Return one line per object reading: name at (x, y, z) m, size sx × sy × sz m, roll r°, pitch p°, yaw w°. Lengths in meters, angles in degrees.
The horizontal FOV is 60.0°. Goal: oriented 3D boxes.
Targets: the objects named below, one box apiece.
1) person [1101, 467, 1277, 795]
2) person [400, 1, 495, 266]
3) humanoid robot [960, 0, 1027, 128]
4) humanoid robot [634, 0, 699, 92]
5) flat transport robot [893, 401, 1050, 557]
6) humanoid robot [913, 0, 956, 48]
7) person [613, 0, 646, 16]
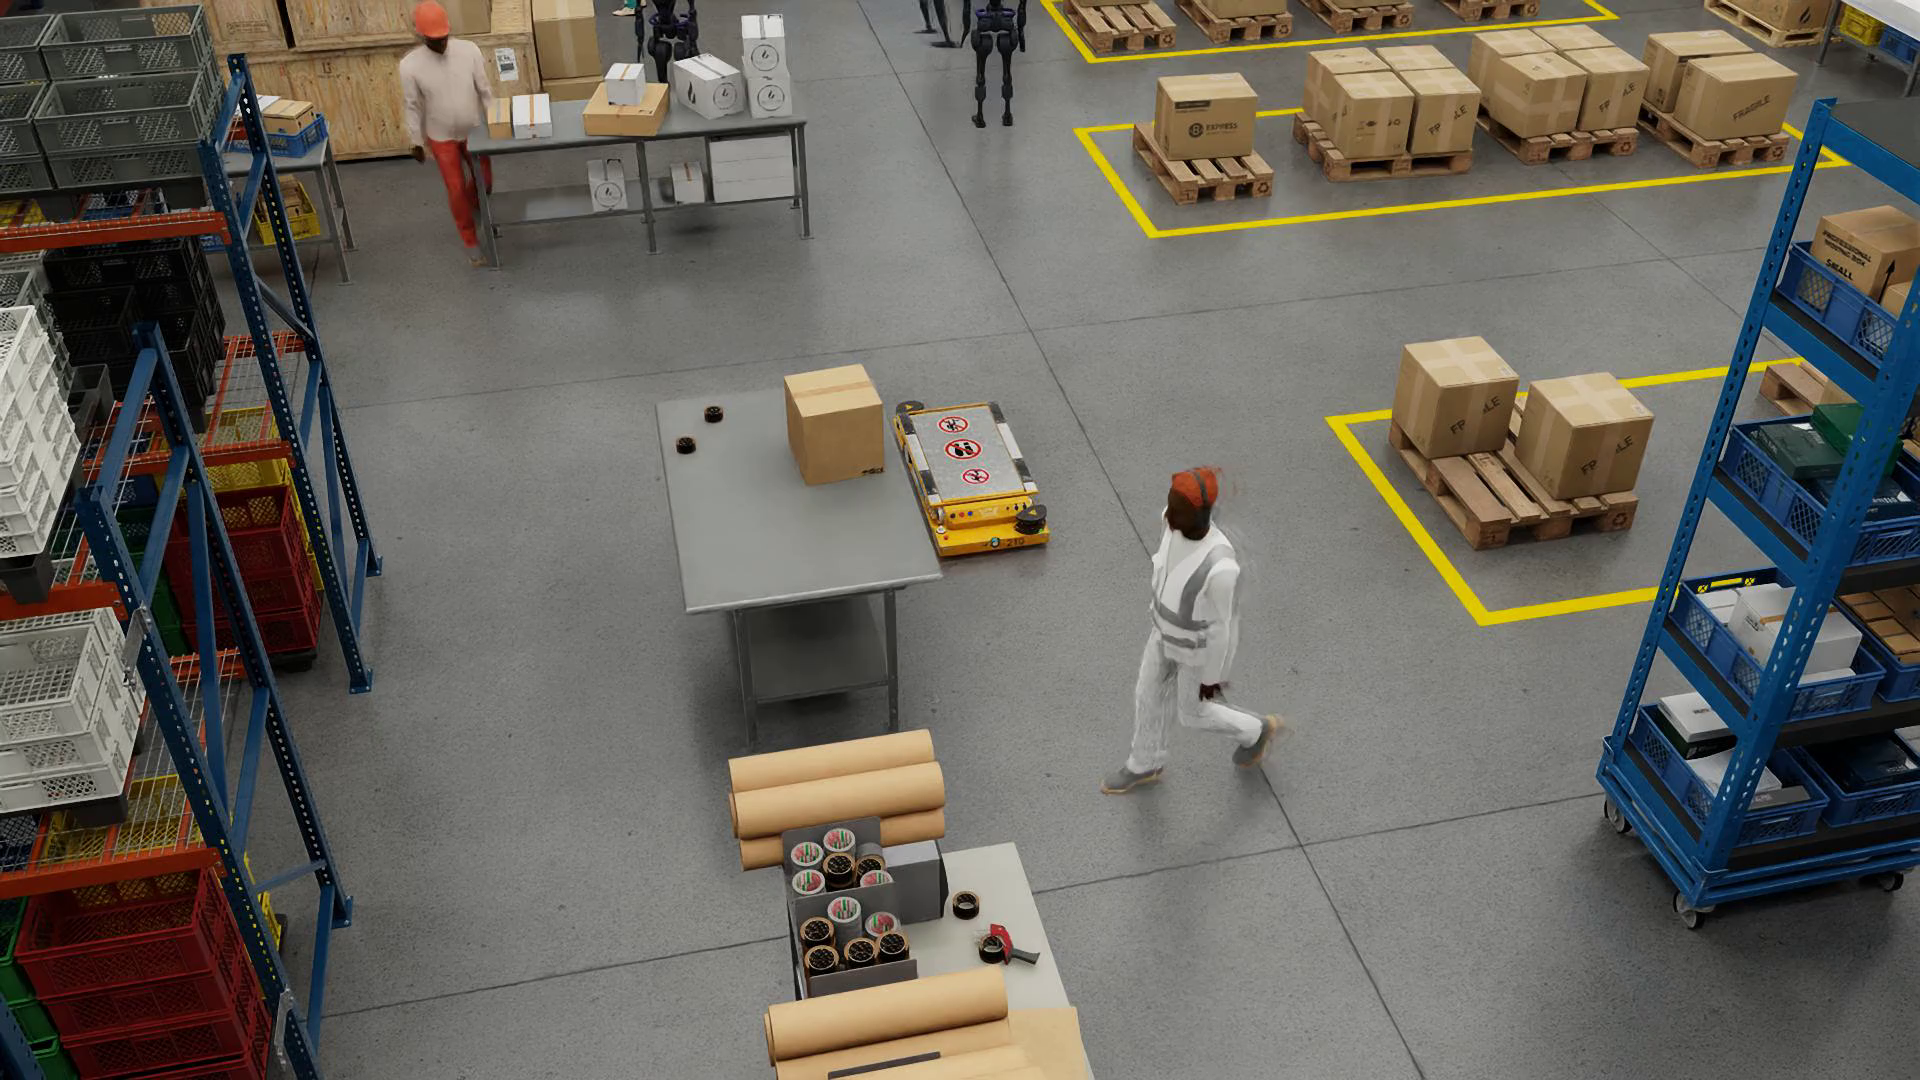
person at (1.111, 0.434, 7.645) m, size 0.787 × 1.861 × 0.581 m, roll -13°, pitch 39°, yaw -17°
person at (-3.728, -3.024, 12.187) m, size 0.642 × 1.967 × 0.644 m, roll -19°, pitch 41°, yaw -24°
humanoid robot at (0.287, -4.381, 14.260) m, size 0.566 × 1.652 × 0.328 m, roll -4°, pitch 37°, yaw -5°
humanoid robot at (-2.464, -4.229, 14.051) m, size 0.570 × 1.650 × 0.350 m, roll 8°, pitch 37°, yaw 10°
flat transport robot at (0.046, -0.430, 10.108) m, size 0.652 × 0.197 × 1.431 m, roll -8°, pitch 37°, yaw -10°
humanoid robot at (-0.301, -5.524, 15.810) m, size 0.604 × 1.631 × 0.573 m, roll 6°, pitch 37°, yaw 8°
person at (-3.375, -6.122, 16.527) m, size 0.314 × 1.768 × 0.524 m, roll 7°, pitch 37°, yaw 10°
